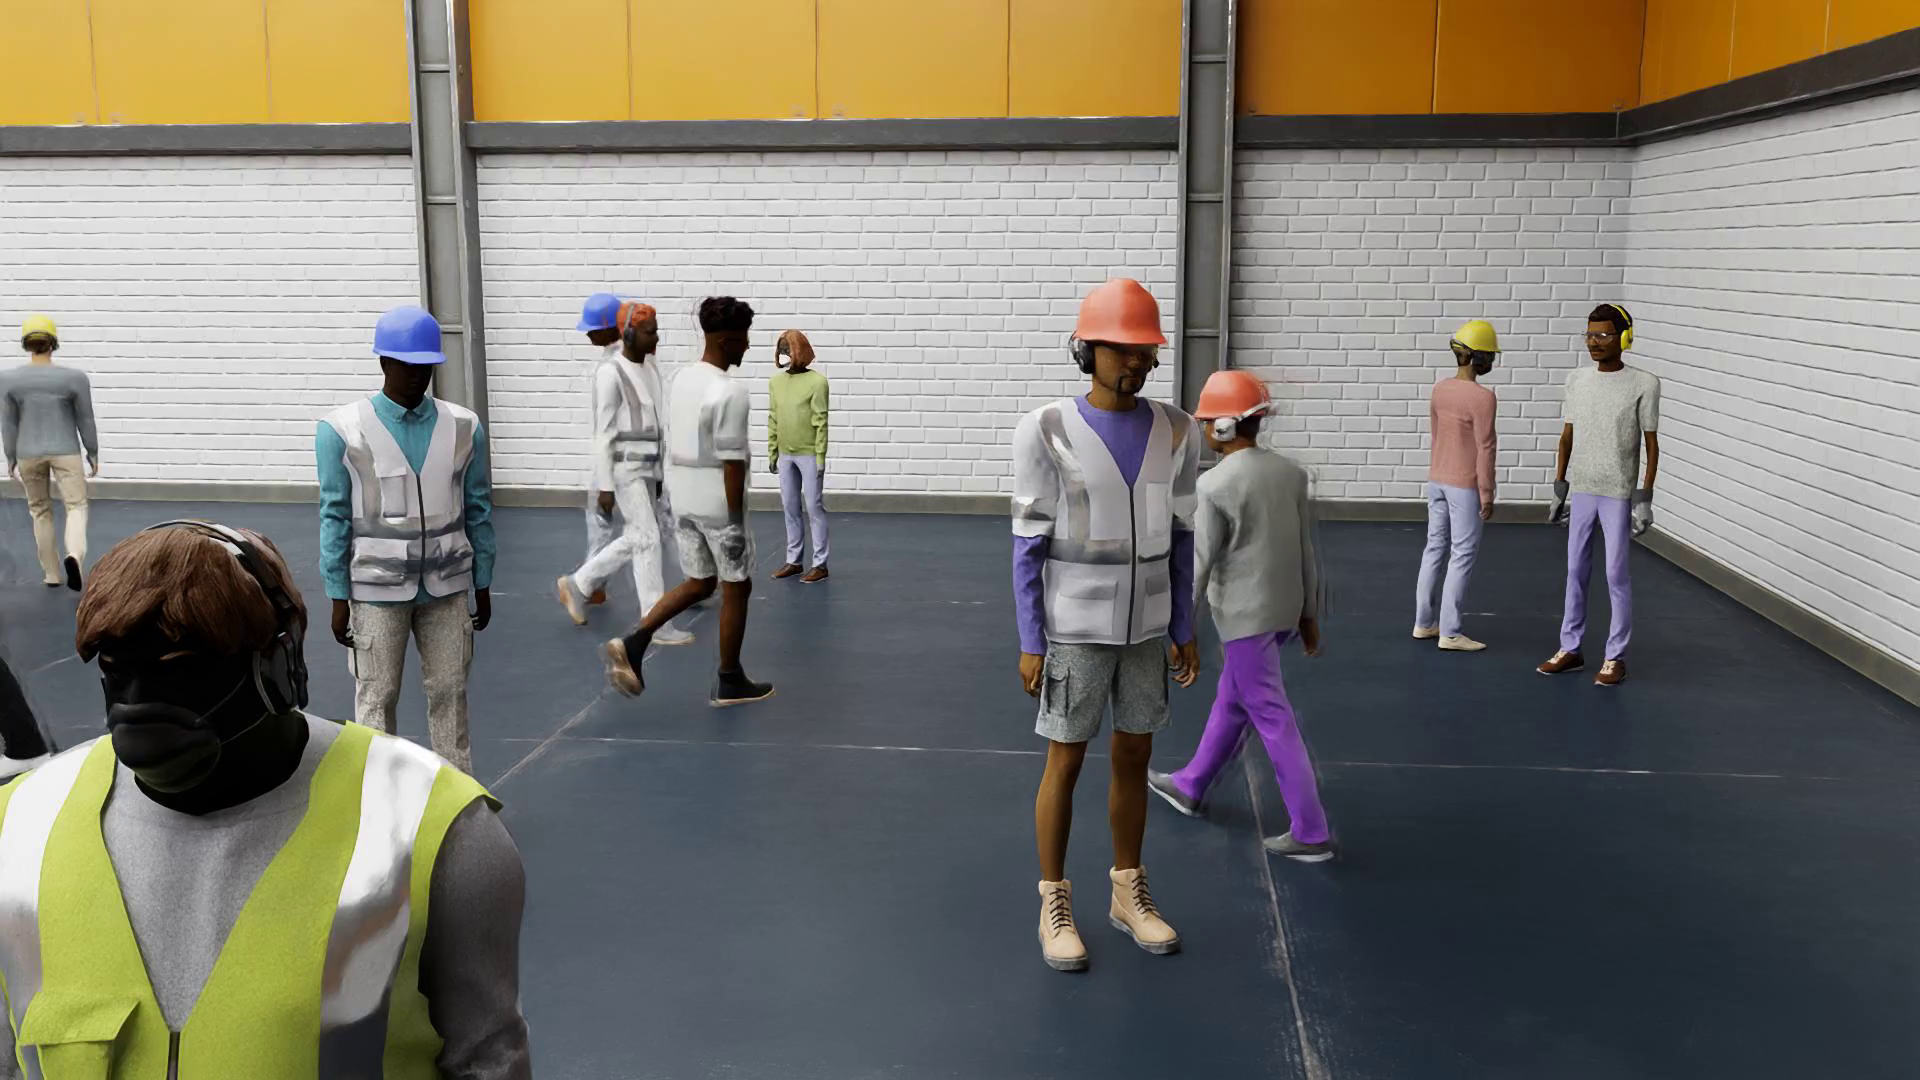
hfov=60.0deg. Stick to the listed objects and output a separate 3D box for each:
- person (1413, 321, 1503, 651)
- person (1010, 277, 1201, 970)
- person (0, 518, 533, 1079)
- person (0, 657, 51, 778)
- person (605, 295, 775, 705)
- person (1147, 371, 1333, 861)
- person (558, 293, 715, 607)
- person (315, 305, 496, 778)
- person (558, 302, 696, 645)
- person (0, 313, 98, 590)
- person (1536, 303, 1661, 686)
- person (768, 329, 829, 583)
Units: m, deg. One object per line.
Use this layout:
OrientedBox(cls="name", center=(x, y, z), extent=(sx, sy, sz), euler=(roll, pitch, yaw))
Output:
OrientedBox(cls="person", center=(2.683, -0.287, 8.882), extent=(0.354, 1.757, 0.524), euler=(-3, 10, -18))
OrientedBox(cls="person", center=(0.451, 0.251, 4.962), extent=(0.608, 2.046, 0.367), euler=(-4, 11, -22))
OrientedBox(cls="person", center=(-0.813, 0.885, 1.917), extent=(0.636, 1.842, 0.429), euler=(0, 10, -3))
OrientedBox(cls="person", center=(-4.069, 0.078, 6.472), extent=(0.869, 1.856, 0.599), euler=(-3, 10, -19))
OrientedBox(cls="person", center=(-1.216, -0.148, 7.600), extent=(0.722, 1.930, 0.601), euler=(-9, 13, -40))
OrientedBox(cls="person", center=(1.000, 0.253, 5.937), extent=(0.912, 1.694, 0.572), euler=(10, 14, 44))
OrientedBox(cls="person", center=(-1.906, -0.505, 9.768), extent=(0.966, 1.886, 0.632), euler=(3, 10, 16))
OrientedBox(cls="person", center=(-1.915, 0.156, 5.820), extent=(0.604, 1.939, 0.415), euler=(-7, 12, -36))
OrientedBox(cls="person", center=(-1.849, -0.362, 9.044), extent=(0.816, 1.862, 0.586), euler=(3, 10, 15))
OrientedBox(cls="person", center=(-5.642, -0.530, 10.306), extent=(0.532, 1.743, 0.716), euler=(-4, 11, -21))
OrientedBox(cls="person", center=(3.151, -0.220, 8.166), extent=(0.310, 1.868, 0.533), euler=(-8, 13, -40))
OrientedBox(cls="person", center=(-1.036, -0.537, 10.680), extent=(0.494, 1.624, 0.279), euler=(7, 12, 35))
